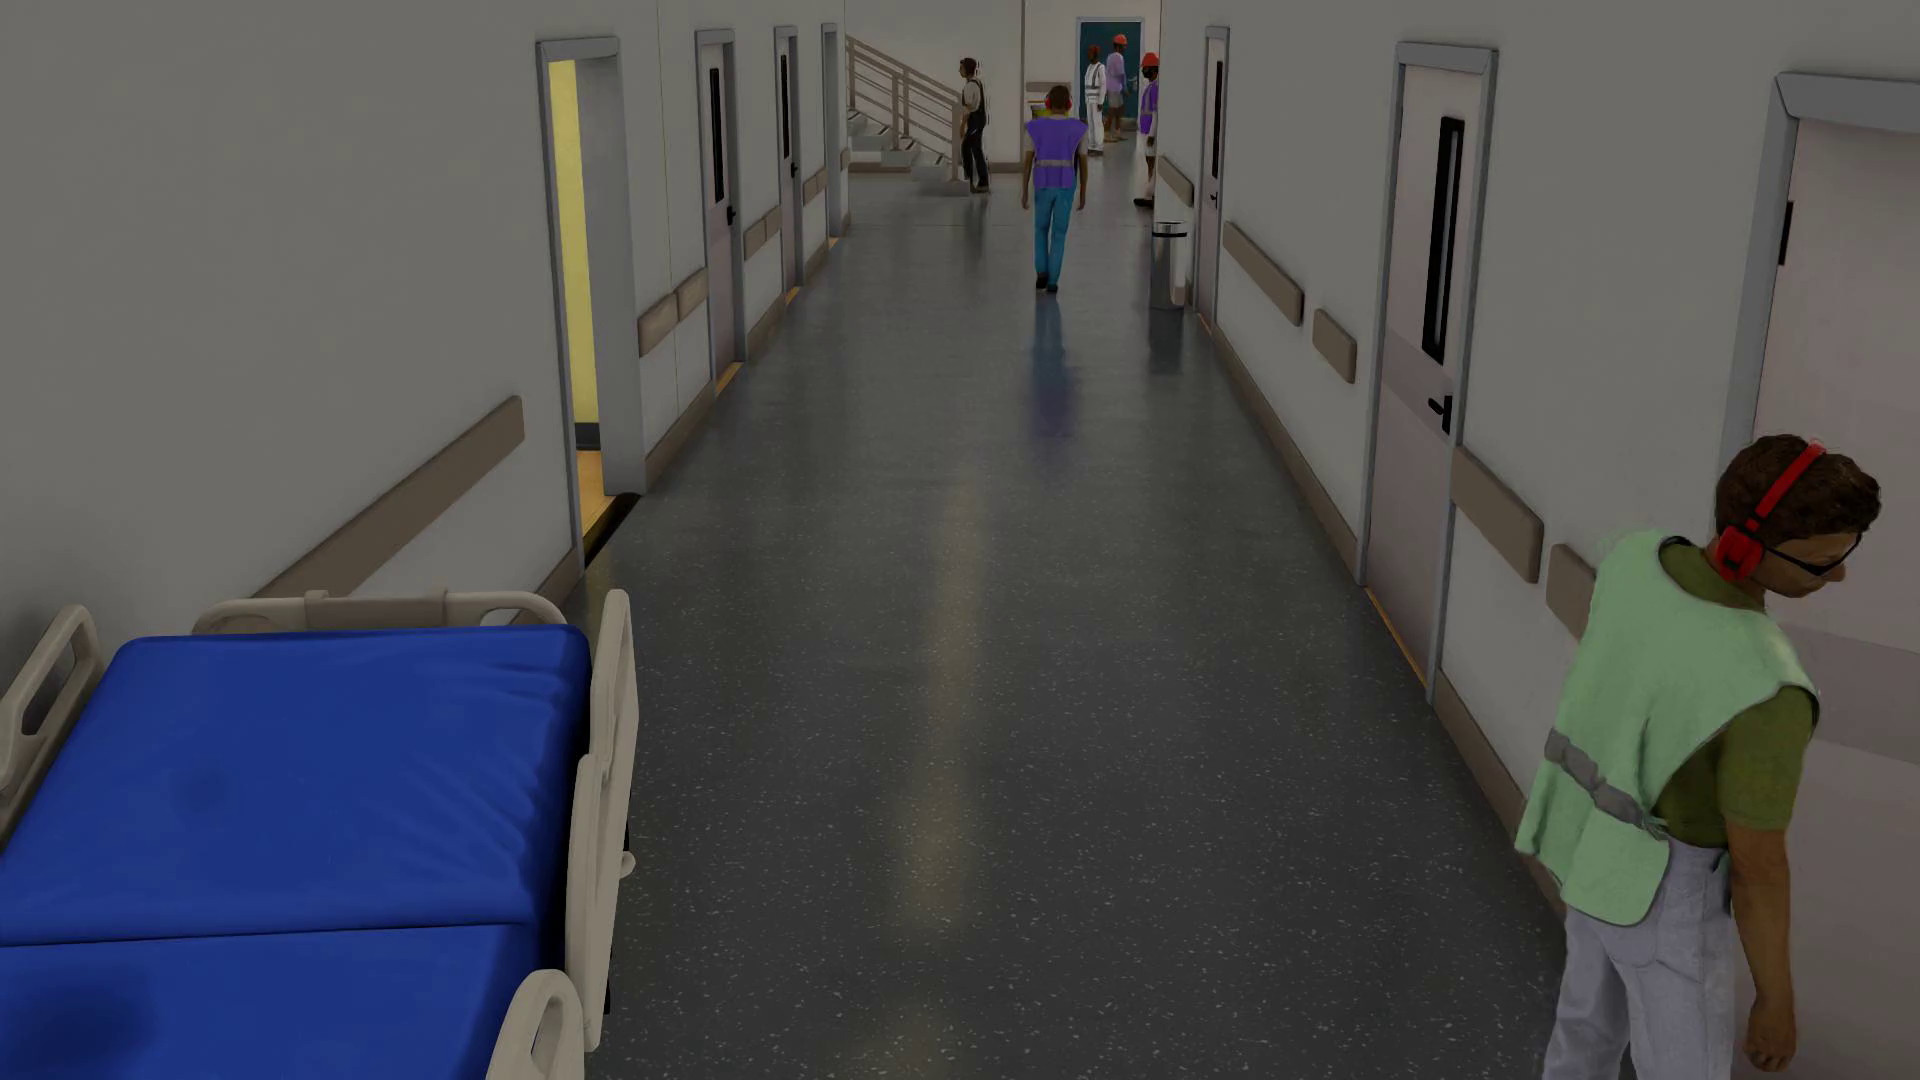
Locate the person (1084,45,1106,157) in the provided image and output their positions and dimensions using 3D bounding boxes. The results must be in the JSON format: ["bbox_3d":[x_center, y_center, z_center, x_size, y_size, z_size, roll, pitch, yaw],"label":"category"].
[{"bbox_3d":[2.333,-7.626,28.915,0.337,1.882,0.584,-7,19,-21],"label":"person"}]

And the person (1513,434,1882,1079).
[{"bbox_3d":[1.233,0.665,2.998,0.385,1.807,0.676,-3,18,-9],"label":"person"}]

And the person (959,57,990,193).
[{"bbox_3d":[0.127,-5.745,23.092,0.687,1.821,0.567,4,18,13],"label":"person"}]

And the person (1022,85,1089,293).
[{"bbox_3d":[0.854,-3.130,14.882,0.583,1.817,0.457,2,18,6],"label":"person"}]

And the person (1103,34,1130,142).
[{"bbox_3d":[3.071,-8.678,32.013,0.740,2.017,0.635,-3,18,-9],"label":"person"}]

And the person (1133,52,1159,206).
[{"bbox_3d":[2.459,-5.303,21.527,0.361,1.938,0.545,0,18,0],"label":"person"}]
